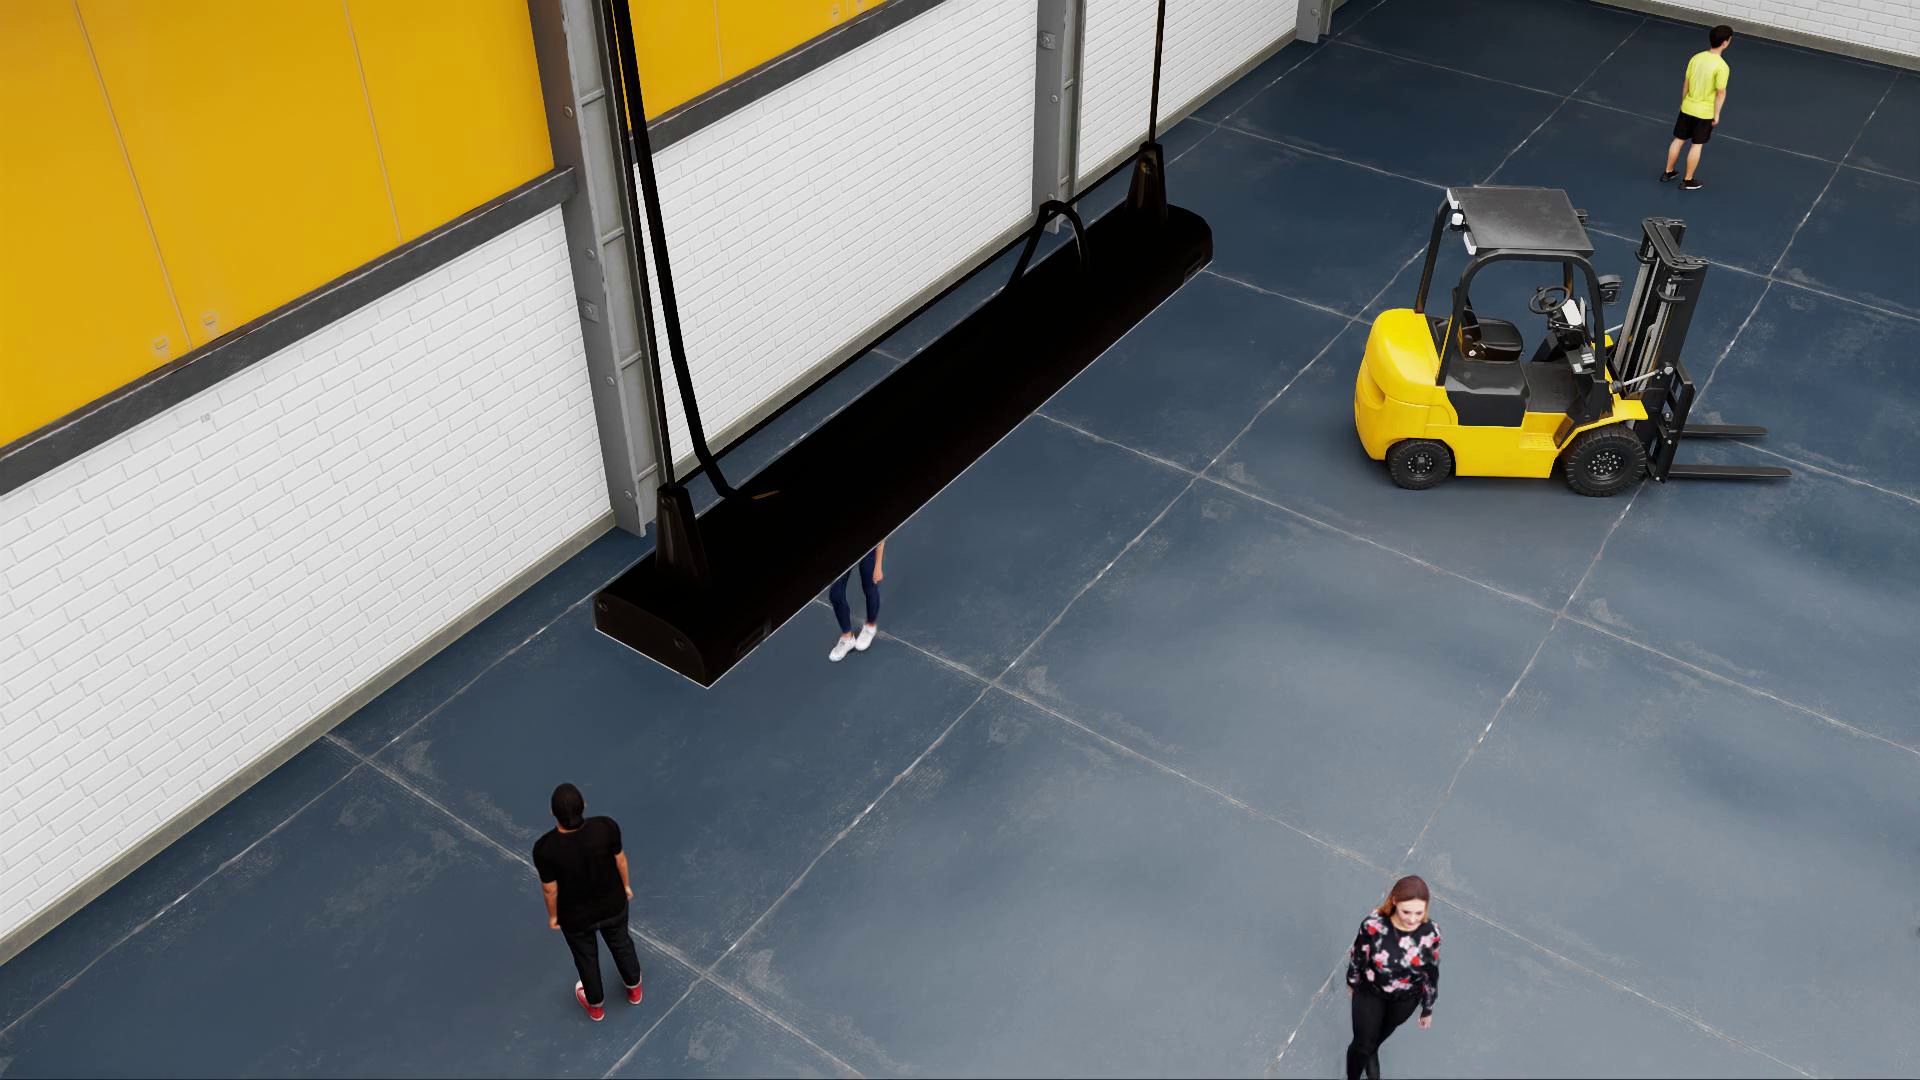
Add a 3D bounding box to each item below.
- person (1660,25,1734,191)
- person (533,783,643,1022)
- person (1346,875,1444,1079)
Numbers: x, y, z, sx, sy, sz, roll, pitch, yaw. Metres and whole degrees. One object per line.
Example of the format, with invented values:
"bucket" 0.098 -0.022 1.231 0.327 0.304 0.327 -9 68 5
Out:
"person" 7.603 -4.450 17.095 0.666 1.709 0.691 -22 44 -25
"person" -2.007 1.958 9.032 0.669 1.758 0.781 -18 42 -21
"person" 2.239 2.273 8.714 0.779 1.662 0.870 3 39 3
